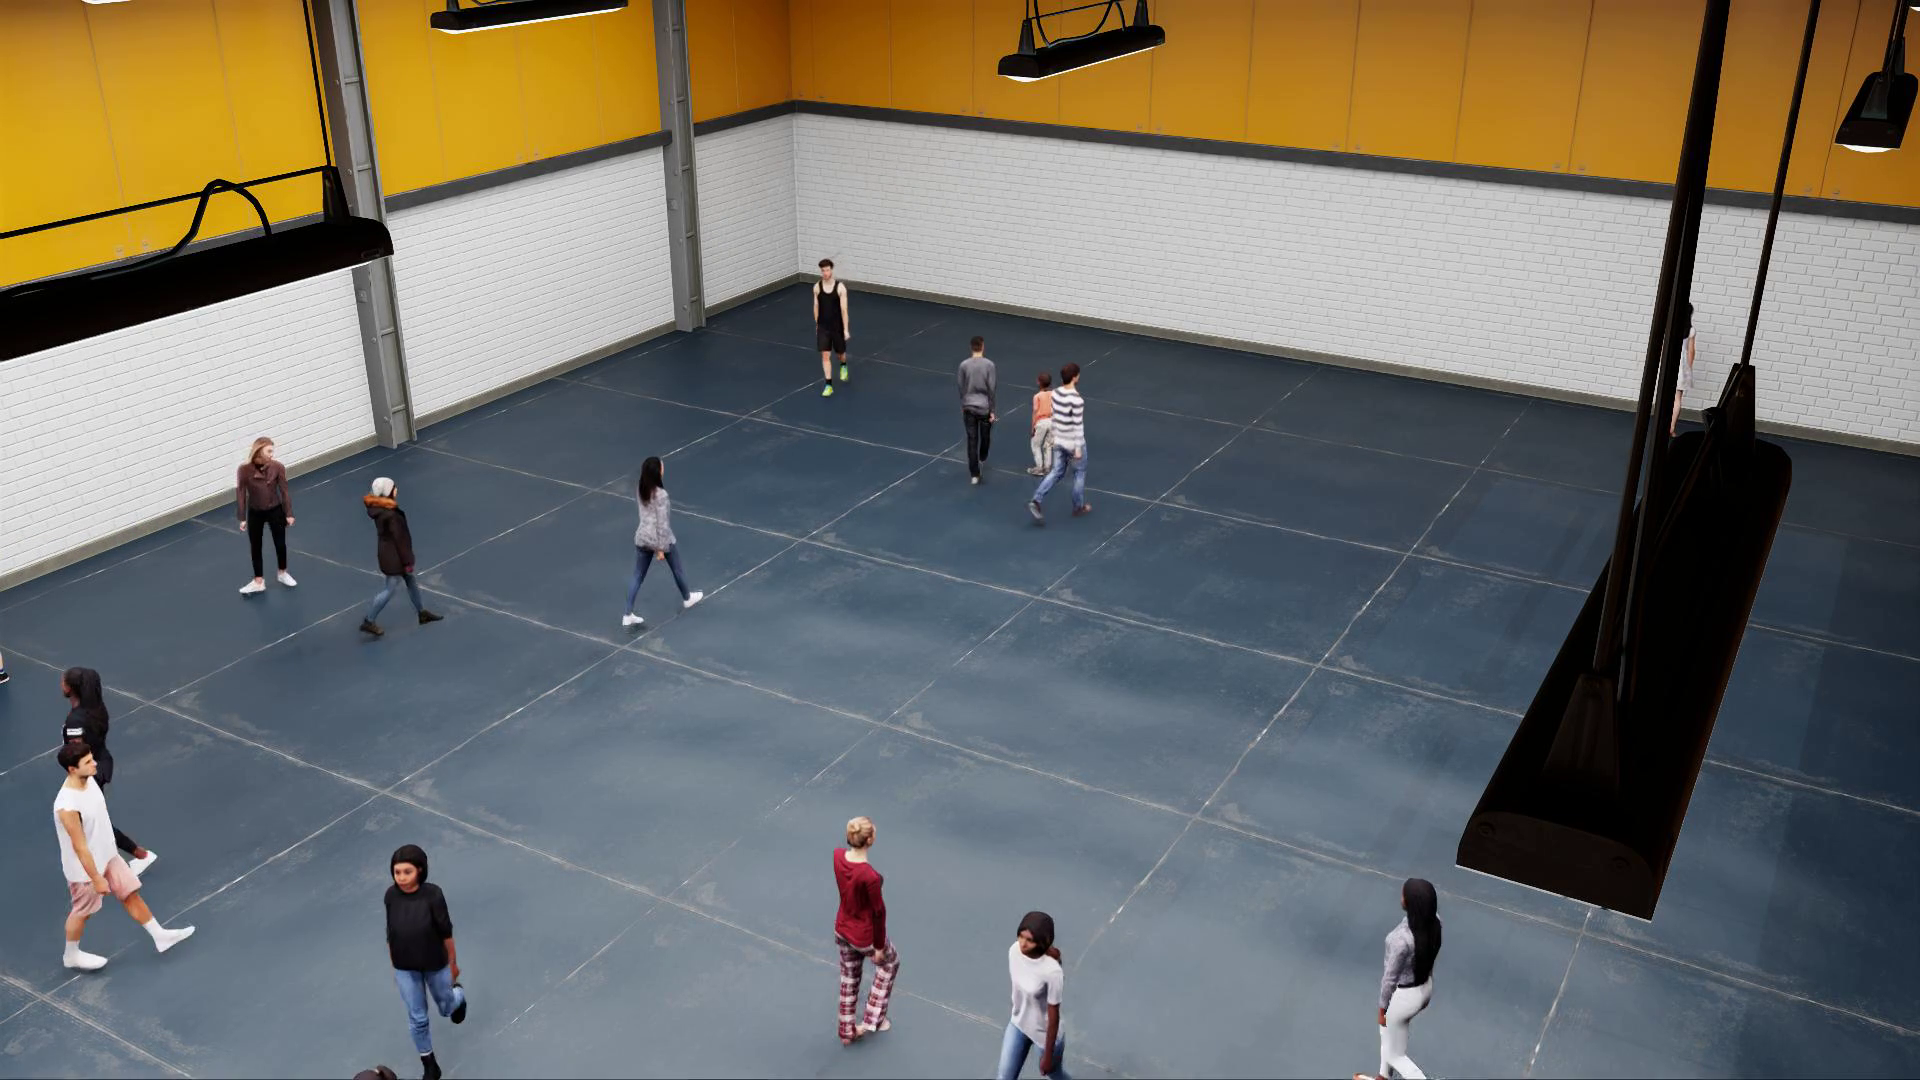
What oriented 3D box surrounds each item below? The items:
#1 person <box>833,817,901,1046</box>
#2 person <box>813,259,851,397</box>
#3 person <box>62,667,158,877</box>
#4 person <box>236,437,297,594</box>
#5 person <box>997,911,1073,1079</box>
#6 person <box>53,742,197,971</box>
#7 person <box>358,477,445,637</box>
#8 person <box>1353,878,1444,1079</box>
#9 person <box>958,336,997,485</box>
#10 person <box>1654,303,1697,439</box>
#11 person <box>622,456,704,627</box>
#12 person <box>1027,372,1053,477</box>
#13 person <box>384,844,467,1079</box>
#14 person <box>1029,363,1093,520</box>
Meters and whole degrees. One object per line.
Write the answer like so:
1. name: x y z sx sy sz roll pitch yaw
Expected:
1. person: -0.691 2.520 10.609 0.682 1.689 0.687 17 29 34
2. person: -1.748 -2.959 22.922 0.933 1.865 1.190 4 24 10
3. person: -6.400 1.749 12.339 0.997 1.715 0.947 -7 25 -16
4. person: -7.132 -0.260 16.975 0.835 1.683 0.887 -1 24 -3
5. person: 0.504 2.882 9.794 0.817 1.678 1.218 22 32 40
6. person: -5.993 2.192 11.303 1.145 1.734 1.145 -3 24 -7
7. person: -5.532 0.189 16.050 1.150 1.601 0.971 -13 27 -27
8. person: 2.738 2.803 9.945 1.040 1.701 0.843 -21 31 -39
9. person: 0.202 -1.512 19.802 0.947 1.713 1.206 3 24 6
10. person: 9.125 -2.177 21.247 0.699 1.774 0.694 19 30 37
11. person: -3.055 0.058 16.252 0.688 1.679 1.214 16 28 32
12. person: 1.017 -1.377 20.002 0.583 1.305 0.672 -13 27 -27
13. person: -3.335 2.617 10.396 0.891 1.681 1.038 -2 24 -4
14. person: 1.141 -1.065 18.637 1.172 1.828 0.902 -18 30 -36
